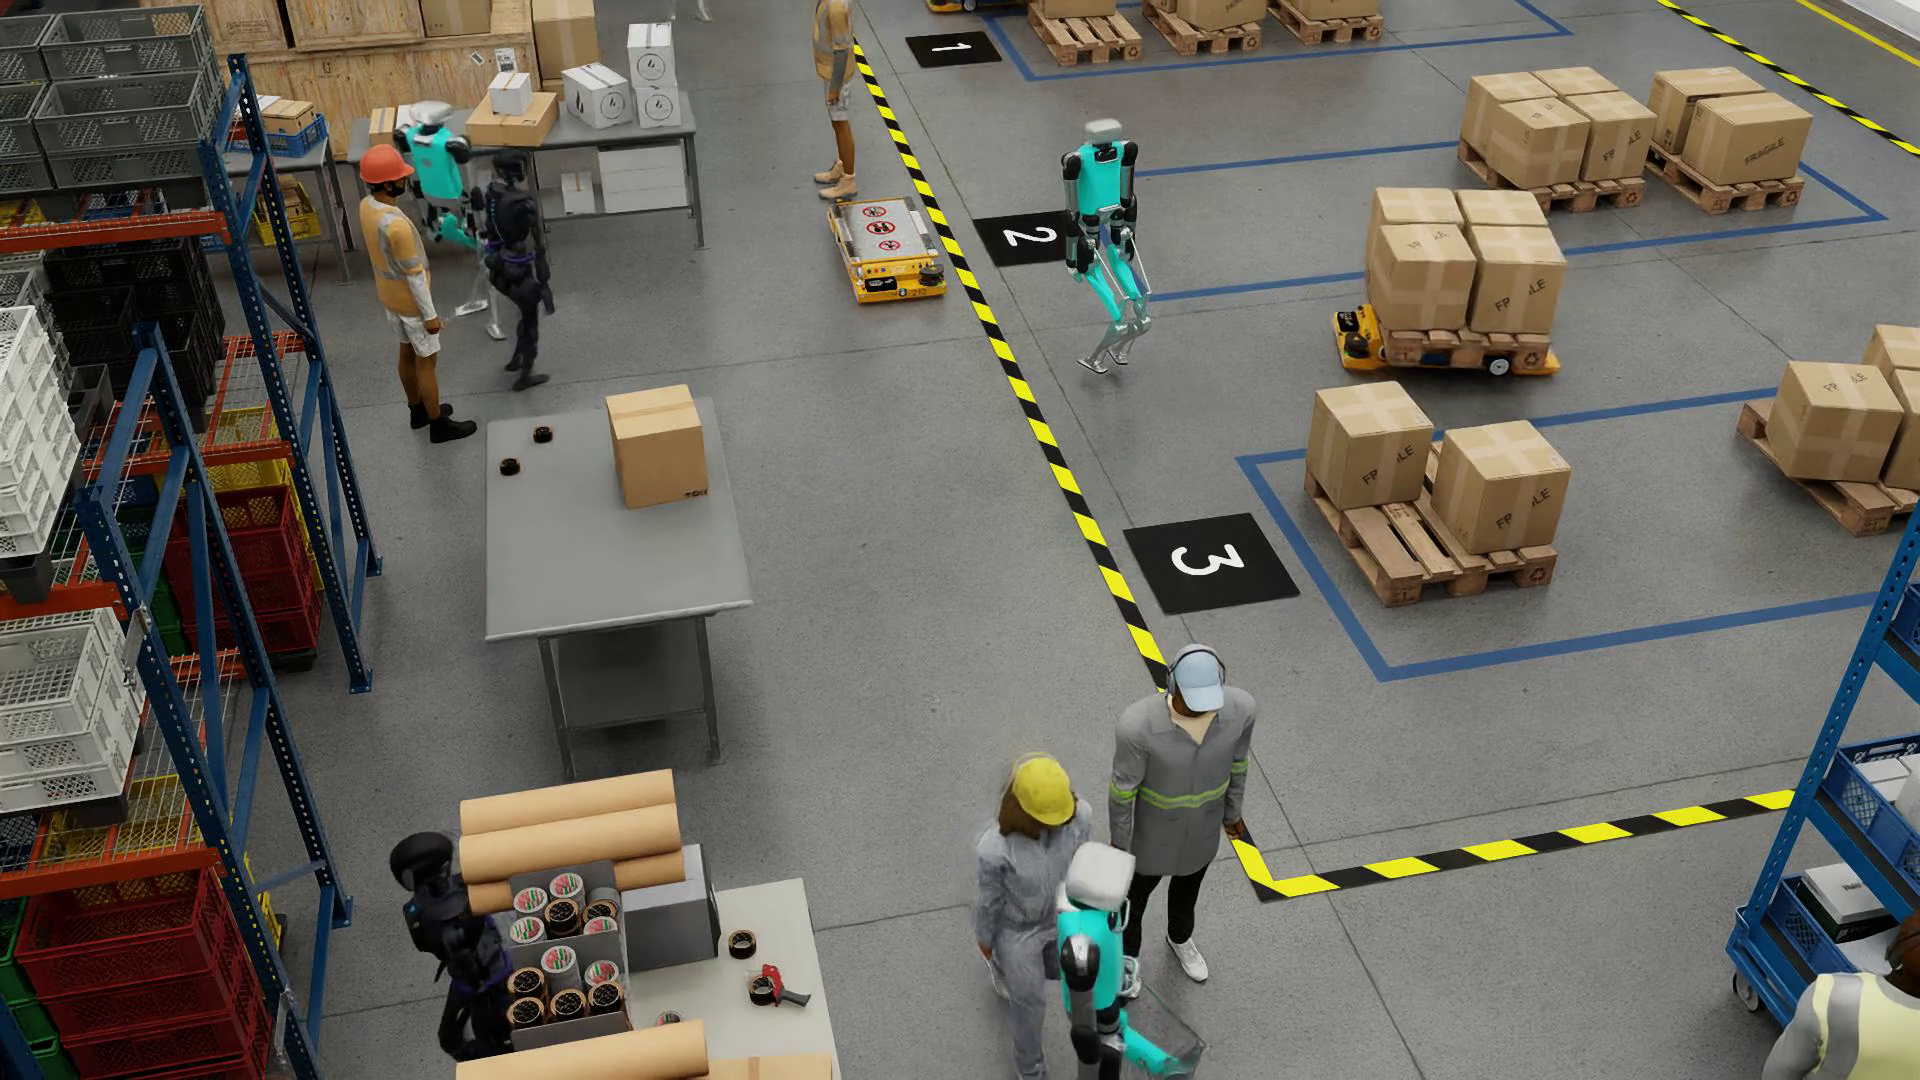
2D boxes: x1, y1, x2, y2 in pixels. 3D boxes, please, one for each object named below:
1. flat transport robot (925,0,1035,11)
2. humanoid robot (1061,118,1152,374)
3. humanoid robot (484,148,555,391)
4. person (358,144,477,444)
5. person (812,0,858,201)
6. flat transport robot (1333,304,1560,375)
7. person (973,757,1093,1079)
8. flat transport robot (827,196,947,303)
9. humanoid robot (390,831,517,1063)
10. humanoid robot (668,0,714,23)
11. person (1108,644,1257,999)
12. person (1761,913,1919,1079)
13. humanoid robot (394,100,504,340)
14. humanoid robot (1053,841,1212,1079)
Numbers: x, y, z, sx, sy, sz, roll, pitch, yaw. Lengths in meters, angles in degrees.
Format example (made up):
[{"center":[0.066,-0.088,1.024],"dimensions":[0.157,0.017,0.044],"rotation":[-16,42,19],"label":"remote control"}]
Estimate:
[{"center":[0.340,-5.717,17.215],"dimensions":[1.431,0.197,0.652],"rotation":[-8,37,-10],"label":"flat transport robot"},{"center":[1.000,-1.813,10.651],"dimensions":[0.533,1.672,0.735],"rotation":[-18,40,-22],"label":"humanoid robot"},{"center":[-2.841,-1.726,10.693],"dimensions":[0.610,1.643,0.328],"rotation":[28,45,32],"label":"humanoid robot"},{"center":[-3.355,-1.491,10.160],"dimensions":[0.353,1.938,0.544],"rotation":[-28,45,-33],"label":"person"},{"center":[-0.998,-3.671,13.000],"dimensions":[0.365,2.048,0.606],"rotation":[-6,37,-7],"label":"person"},{"center":[3.329,-1.403,11.416],"dimensions":[1.431,0.197,0.652],"rotation":[2,37,3],"label":"flat transport robot"},{"center":[0.264,1.427,6.416],"dimensions":[0.482,1.715,0.701],"rotation":[-21,42,-26],"label":"person"},{"center":[-0.570,-2.220,12.538],"dimensions":[0.659,0.231,1.431],"rotation":[-8,37,-10],"label":"flat transport robot"},{"center":[-1.806,1.645,6.169],"dimensions":[0.442,1.648,0.594],"rotation":[-20,41,-24],"label":"humanoid robot"},{"center":[-2.707,-5.975,16.375],"dimensions":[0.531,1.798,0.813],"rotation":[-17,40,-21],"label":"humanoid robot"},{"center":[0.886,1.139,6.697],"dimensions":[0.596,1.850,0.398],"rotation":[-10,38,-13],"label":"person"},{"center":[3.027,1.919,5.657],"dimensions":[0.628,1.843,0.429],"rotation":[9,38,12],"label":"person"},{"center":[-3.340,-2.232,11.307],"dimensions":[0.637,1.760,0.819],"rotation":[13,39,17],"label":"humanoid robot"},{"center":[0.658,1.813,5.944],"dimensions":[0.713,1.851,0.536],"rotation":[6,37,8],"label":"humanoid robot"}]
